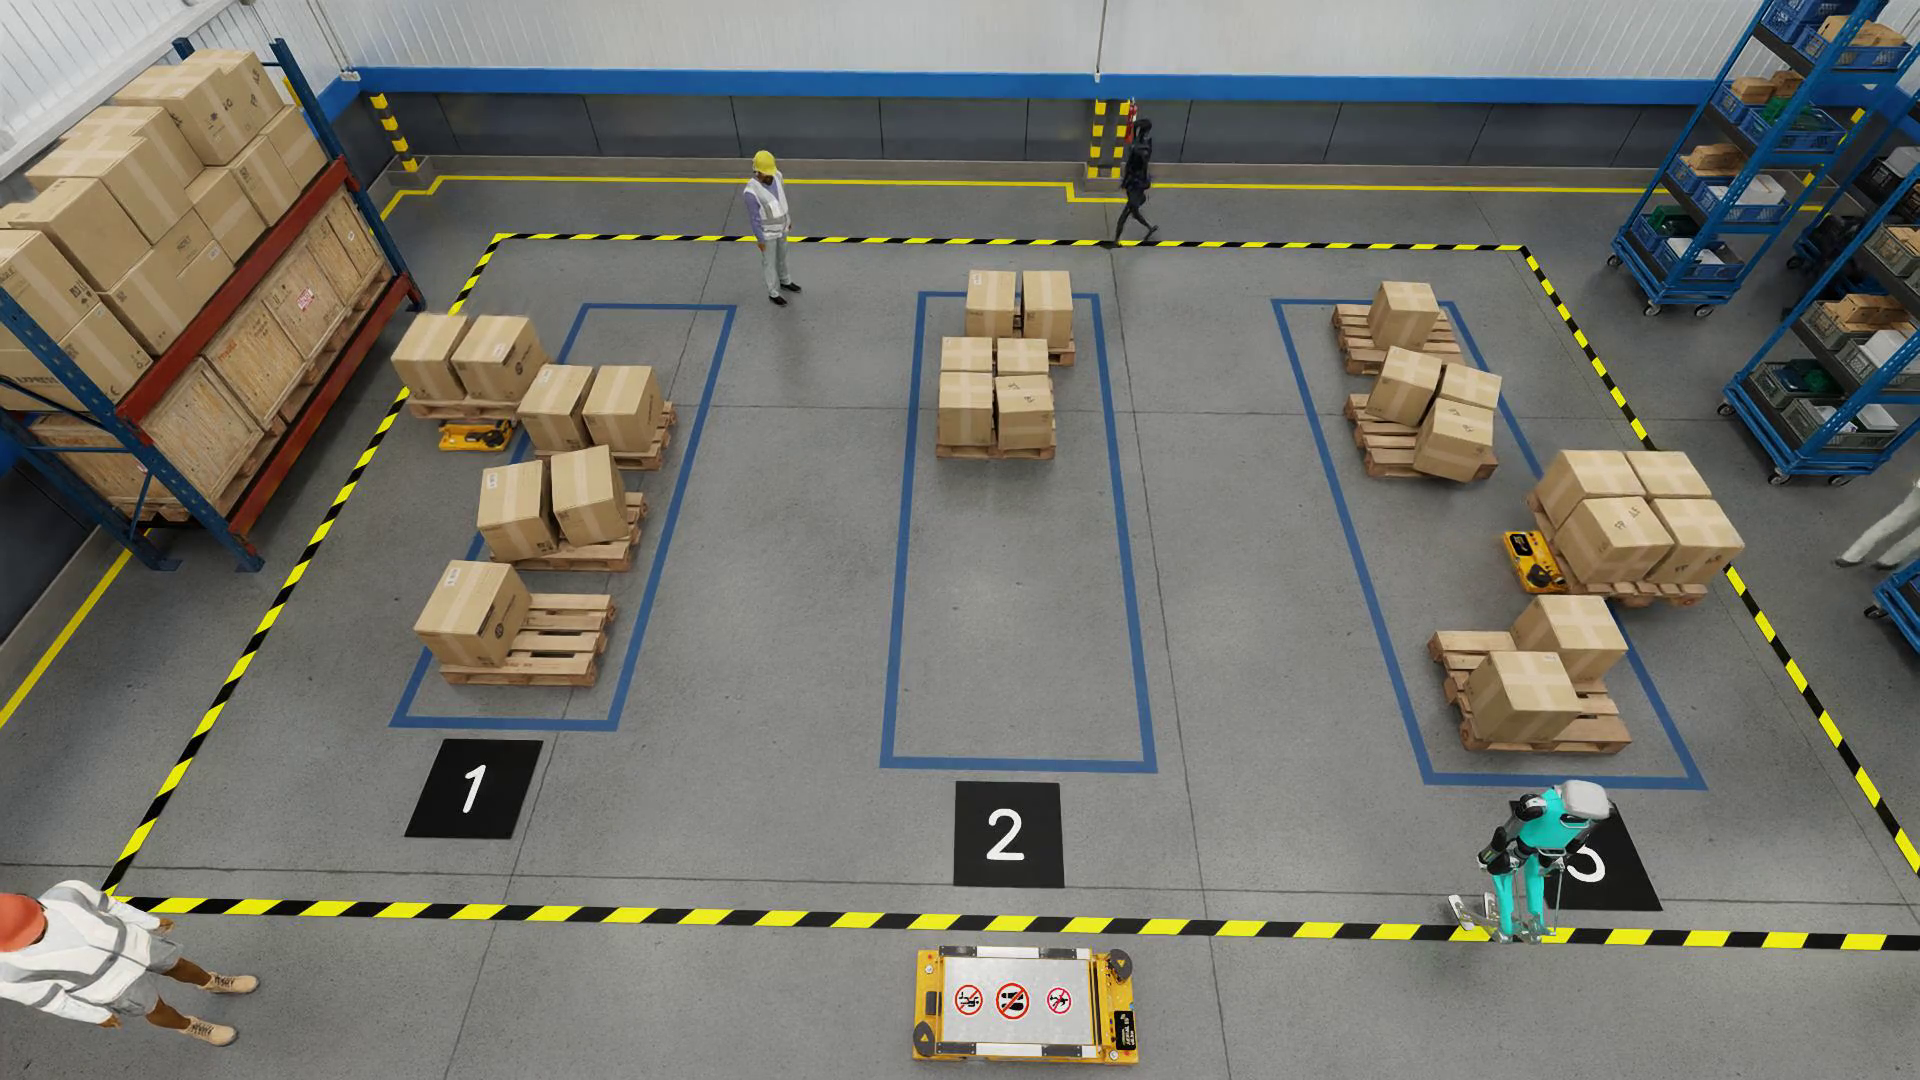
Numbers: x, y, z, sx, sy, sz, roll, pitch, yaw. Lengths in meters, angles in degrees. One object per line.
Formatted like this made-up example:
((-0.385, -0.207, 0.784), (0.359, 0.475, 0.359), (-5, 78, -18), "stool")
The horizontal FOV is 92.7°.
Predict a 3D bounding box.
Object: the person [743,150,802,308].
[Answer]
((-2.105, -3.527, 10.358), (0.404, 1.822, 0.590), (23, 54, 18), "person")

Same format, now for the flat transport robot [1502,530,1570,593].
((5.795, 0.173, 8.327), (1.431, 0.197, 0.652), (1, 51, 1), "flat transport robot")

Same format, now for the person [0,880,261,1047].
((-4.860, 2.474, 5.328), (0.383, 2.038, 0.613), (1, 51, 1), "person")

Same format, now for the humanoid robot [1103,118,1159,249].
((2.180, -4.306, 11.115), (0.741, 1.633, 0.611), (-8, 51, -6), "humanoid robot")

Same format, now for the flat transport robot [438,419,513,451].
((-4.950, -1.511, 9.700), (0.652, 0.197, 1.431), (1, 51, 1), "flat transport robot")

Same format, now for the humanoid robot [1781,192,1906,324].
((9.719, -3.047, 10.065), (0.611, 1.647, 0.399), (7, 51, 6), "humanoid robot")

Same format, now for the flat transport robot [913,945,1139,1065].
((0.422, 3.041, 6.007), (1.431, 0.231, 0.659), (1, 51, 1), "flat transport robot")

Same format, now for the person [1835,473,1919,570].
((8.368, -0.383, 7.806), (0.703, 1.802, 0.577), (-12, 52, -10), "person")

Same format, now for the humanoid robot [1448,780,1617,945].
((3.578, 2.143, 5.704), (0.533, 1.677, 0.735), (1, 51, 1), "humanoid robot")
